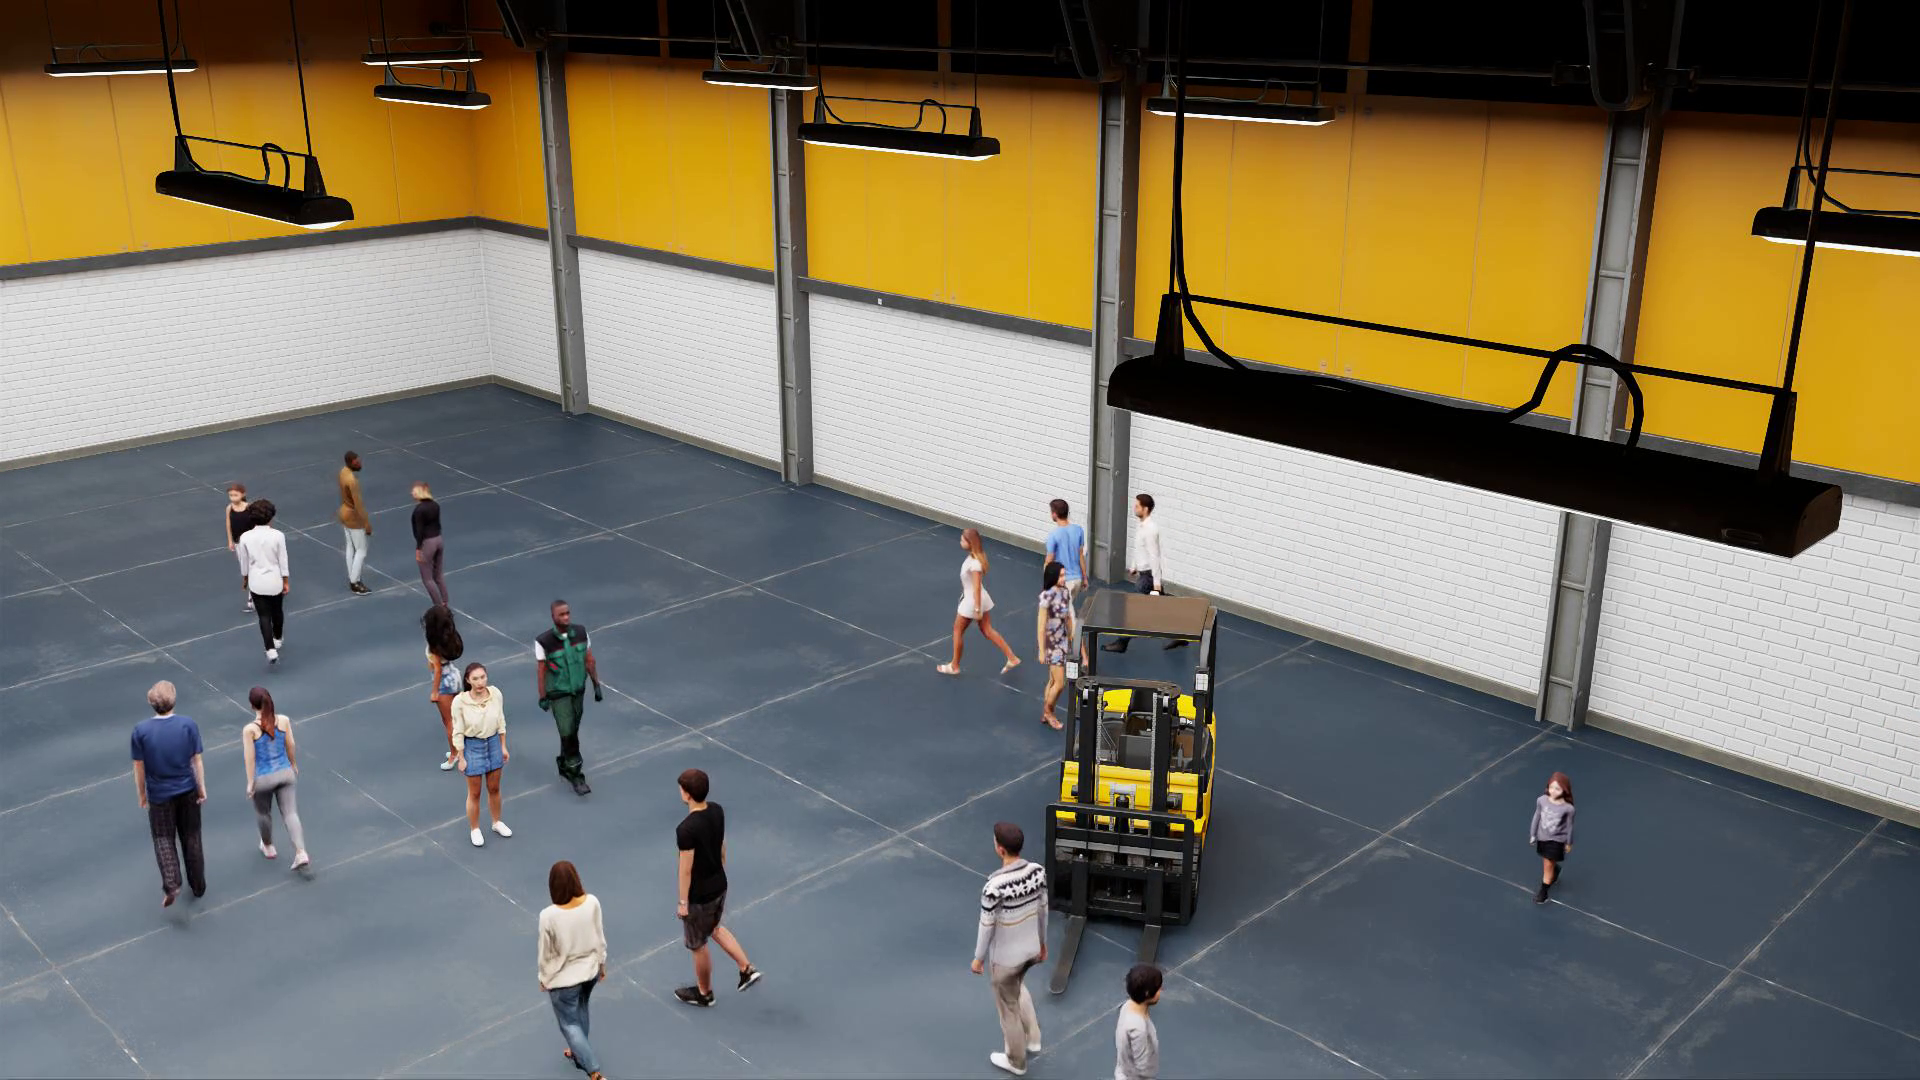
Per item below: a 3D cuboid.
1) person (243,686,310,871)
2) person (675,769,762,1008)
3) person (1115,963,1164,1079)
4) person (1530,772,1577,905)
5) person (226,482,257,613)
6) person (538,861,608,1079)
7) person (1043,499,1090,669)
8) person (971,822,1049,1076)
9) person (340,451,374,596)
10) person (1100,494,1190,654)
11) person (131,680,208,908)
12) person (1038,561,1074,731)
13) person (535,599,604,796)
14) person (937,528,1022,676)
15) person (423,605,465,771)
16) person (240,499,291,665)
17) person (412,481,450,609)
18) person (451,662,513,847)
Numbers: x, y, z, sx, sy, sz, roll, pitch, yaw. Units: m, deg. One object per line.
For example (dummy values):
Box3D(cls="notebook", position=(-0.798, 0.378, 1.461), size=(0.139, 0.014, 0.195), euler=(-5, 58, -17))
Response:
Box3D(cls="person", position=(-5.662, 2.004, 13.794), size=(0.635, 1.582, 1.026), euler=(-17, 25, -40))
Box3D(cls="person", position=(-1.751, 2.515, 11.860), size=(1.008, 1.848, 0.873), euler=(7, 20, 20))
Box3D(cls="person", position=(0.980, 3.284, 10.065), size=(0.853, 1.536, 0.795), euler=(1, 19, 4))
Box3D(cls="person", position=(4.822, 2.378, 13.471), size=(0.534, 1.081, 0.703), euler=(-17, 25, -42))
Box3D(cls="person", position=(-8.415, 0.041, 19.700), size=(0.946, 1.533, 1.008), euler=(-1, 19, -2))
Box3D(cls="person", position=(-2.513, 2.920, 10.961), size=(0.664, 1.654, 1.039), euler=(-15, 24, -38))
Box3D(cls="person", position=(1.193, 0.502, 17.876), size=(0.764, 1.824, 1.234), euler=(-13, 23, -34))
Box3D(cls="person", position=(0.412, 2.774, 11.096), size=(0.665, 1.846, 0.589), euler=(-17, 25, -40))
Box3D(cls="person", position=(-7.387, -0.251, 20.167), size=(0.536, 1.789, 0.896), euler=(16, 24, 39))
Box3D(cls="person", position=(2.155, 0.411, 18.152), size=(1.257, 1.820, 1.204), euler=(0, 19, -1))
Box3D(cls="person", position=(-6.246, 2.056, 13.224), size=(0.821, 1.847, 0.941), euler=(-9, 21, -25))
Box3D(cls="person", position=(0.867, 1.029, 16.464), size=(0.627, 1.726, 0.654), euler=(13, 23, 34))
Box3D(cls="person", position=(-3.656, 1.381, 15.279), size=(0.914, 1.816, 0.667), euler=(17, 25, 41))
Box3D(cls="person", position=(0.252, 0.685, 17.594), size=(1.185, 1.658, 1.018), euler=(3, 19, 10))
Box3D(cls="person", position=(-4.825, 1.370, 15.609), size=(0.723, 1.626, 0.661), euler=(-1, 19, -2))
Box3D(cls="person", position=(-7.518, 0.479, 18.021), size=(0.928, 1.774, 1.240), euler=(-8, 20, -23))
Box3D(cls="person", position=(-6.104, 0.133, 19.229), size=(0.776, 1.660, 0.751), euler=(5, 19, 14))
Box3D(cls="person", position=(-4.110, 1.811, 14.290), size=(0.658, 1.631, 0.579), euler=(-15, 23, -37))
